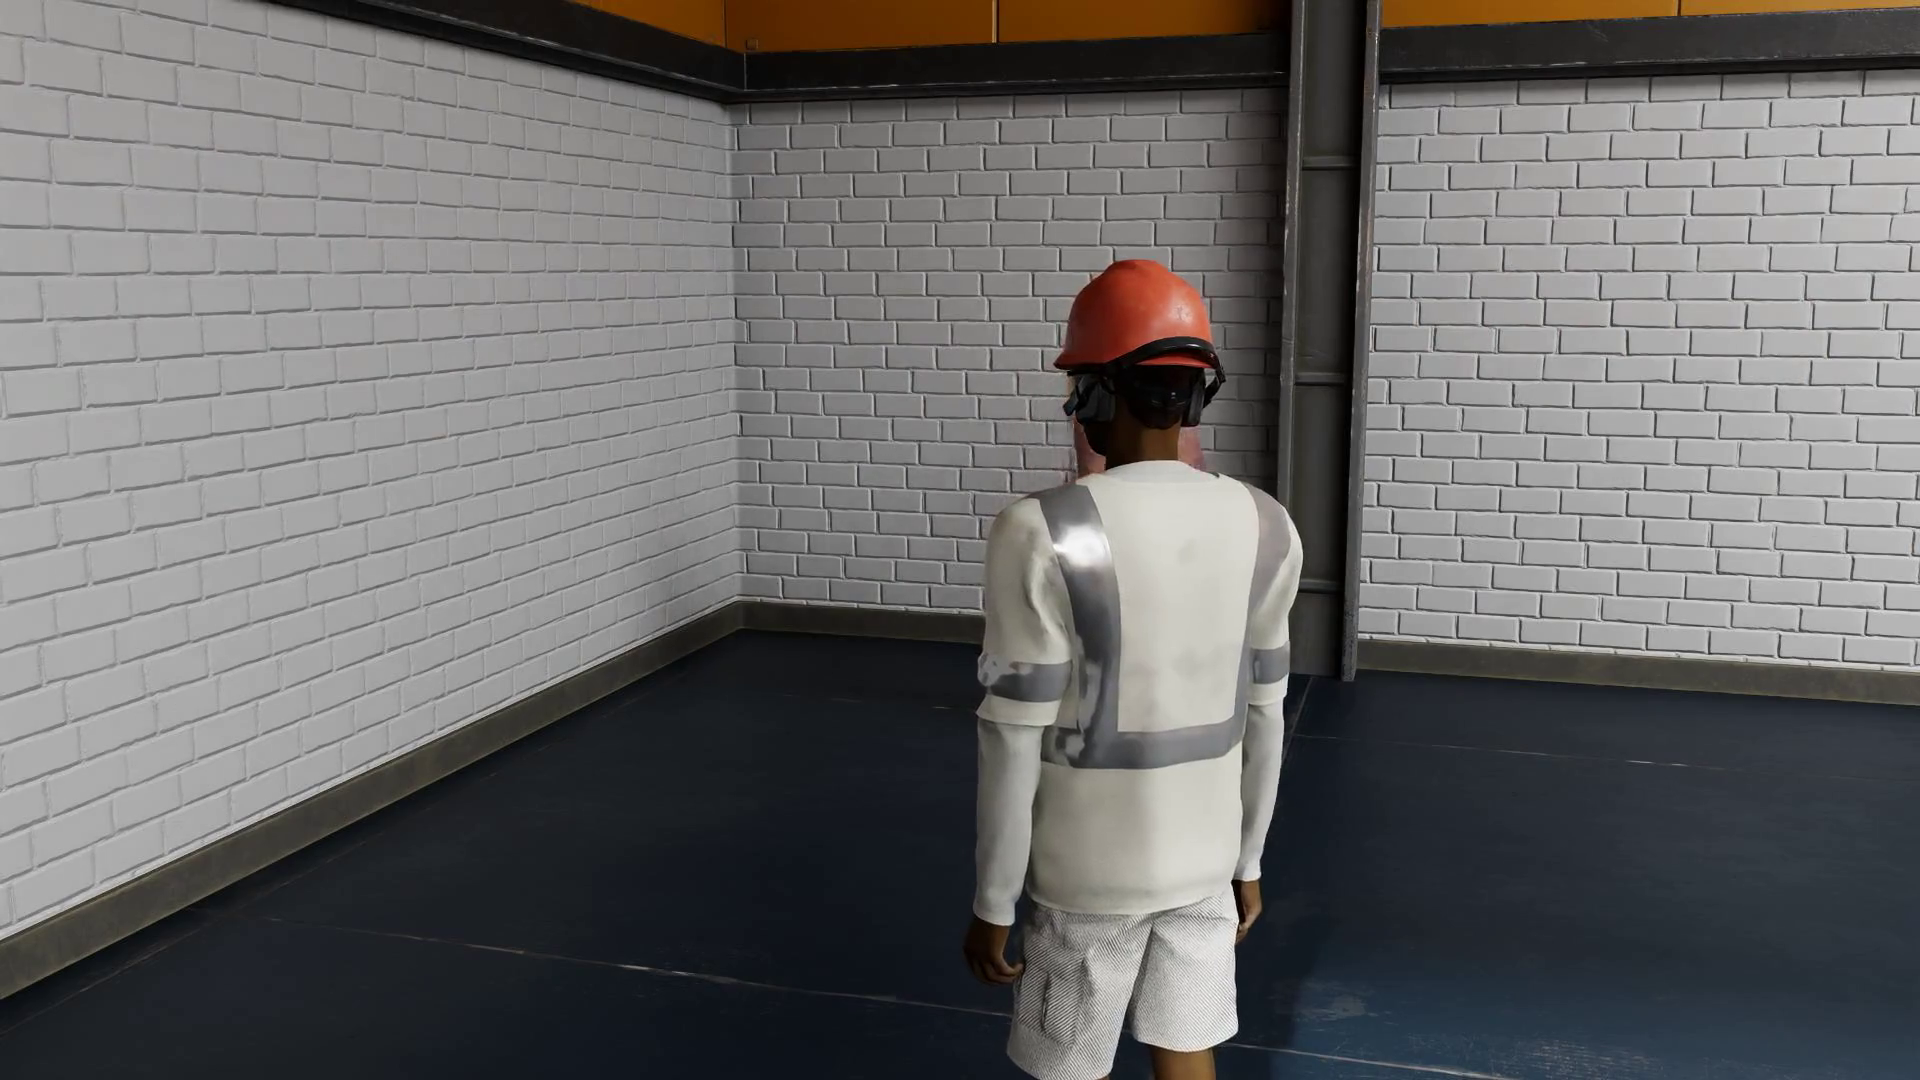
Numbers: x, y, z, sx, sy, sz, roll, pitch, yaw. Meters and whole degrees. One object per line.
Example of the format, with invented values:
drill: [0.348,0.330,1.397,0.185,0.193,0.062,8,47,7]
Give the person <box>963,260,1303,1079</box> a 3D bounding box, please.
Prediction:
person: [0.285,0.546,2.889,0.607,2.038,0.395,-5,11,-29]

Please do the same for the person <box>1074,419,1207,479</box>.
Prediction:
person: [0.719,-0.033,6.900,0.931,1.873,0.639,9,13,43]
